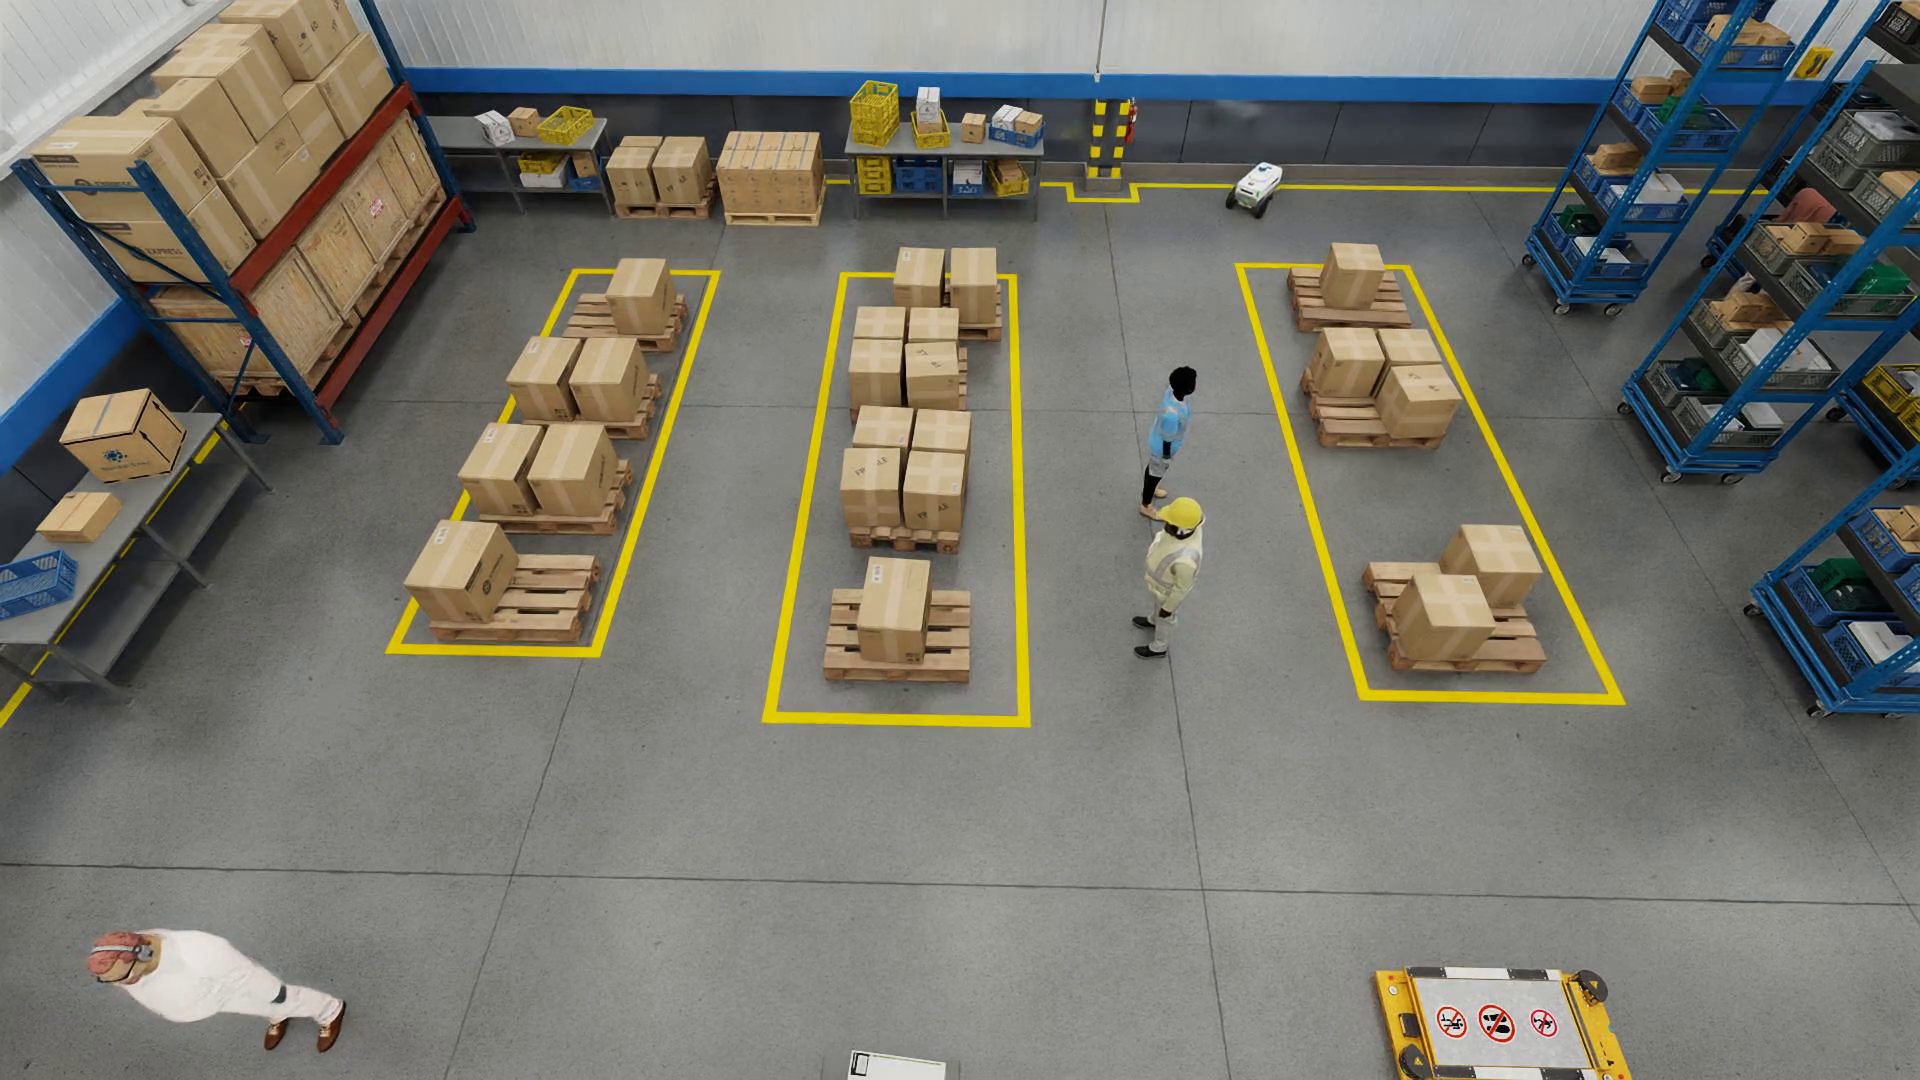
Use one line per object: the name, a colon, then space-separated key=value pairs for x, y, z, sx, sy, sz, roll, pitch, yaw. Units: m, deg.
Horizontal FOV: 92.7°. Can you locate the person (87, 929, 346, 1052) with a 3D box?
person: x=-4.274 y=2.616 z=5.298 sx=0.651 sy=1.900 sz=0.397 roll=3 pitch=51 yaw=2

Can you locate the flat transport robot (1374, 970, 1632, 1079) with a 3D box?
flat transport robot: x=3.501 y=3.133 z=5.914 sx=1.431 sy=0.197 sz=0.652 roll=1 pitch=51 yaw=1

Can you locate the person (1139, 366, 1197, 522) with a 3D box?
person: x=1.867 y=-0.883 z=8.273 sx=0.321 sy=1.697 sz=0.530 roll=11 pitch=52 yaw=8

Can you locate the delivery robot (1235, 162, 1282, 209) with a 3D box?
delivery robot: x=3.934 y=-4.702 z=12.060 sx=0.477 sy=0.478 sz=0.707 roll=32 pitch=58 yaw=23

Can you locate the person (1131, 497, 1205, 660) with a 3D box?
person: x=1.635 y=0.310 z=7.214 sx=0.404 sy=1.833 sz=0.591 roll=6 pitch=51 yaw=5

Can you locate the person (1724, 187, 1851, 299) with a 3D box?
person: x=9.000 y=-3.127 z=9.925 sx=0.412 sy=1.980 sz=0.630 roll=-19 pitch=53 yaw=-15
